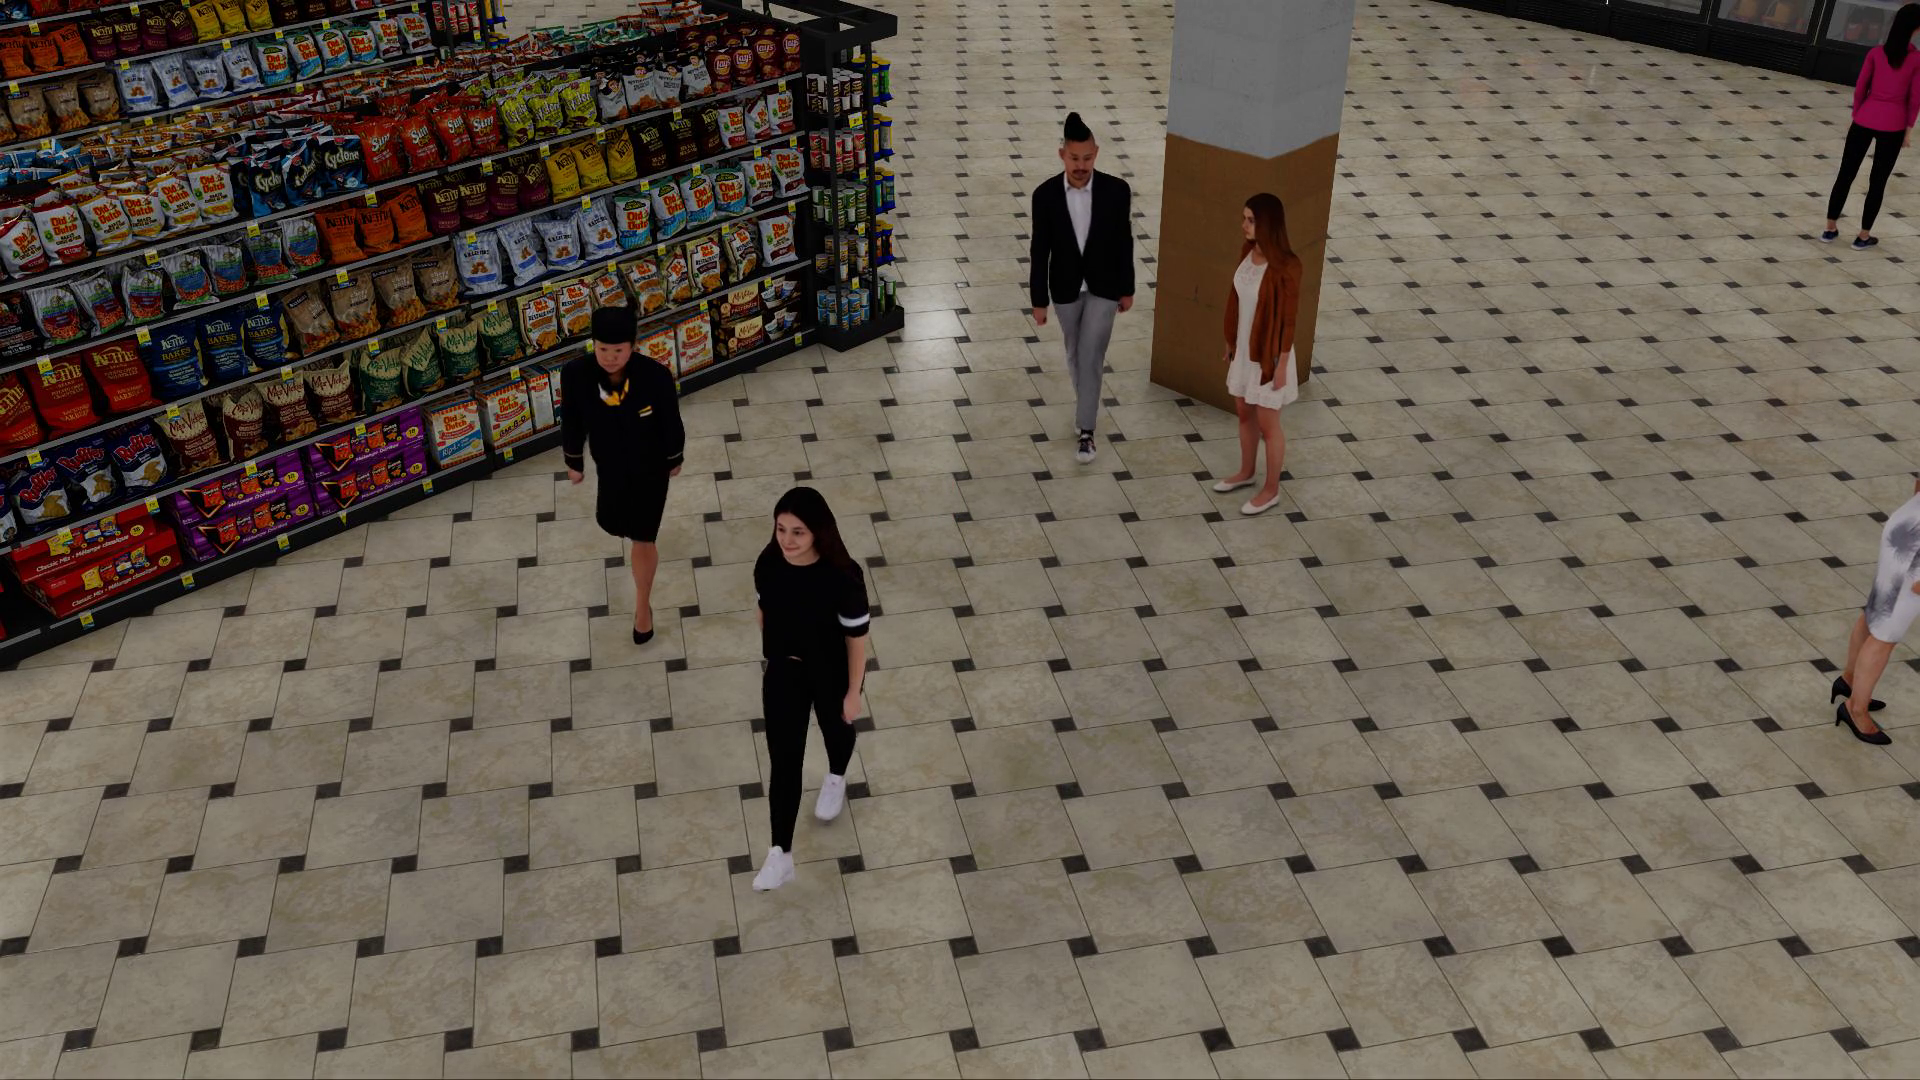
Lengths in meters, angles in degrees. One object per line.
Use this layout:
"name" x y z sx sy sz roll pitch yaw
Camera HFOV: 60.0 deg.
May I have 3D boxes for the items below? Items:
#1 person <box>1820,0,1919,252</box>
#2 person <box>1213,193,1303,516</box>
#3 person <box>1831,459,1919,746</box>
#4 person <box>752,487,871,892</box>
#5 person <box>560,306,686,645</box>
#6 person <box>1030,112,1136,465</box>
"person" 6.432 -2.891 11.659 0.579 1.699 0.547 27 41 36
"person" 1.568 -0.970 8.560 0.641 1.711 0.677 -17 36 -25
"person" 3.964 0.038 6.902 0.692 1.751 0.569 12 34 19
"person" -0.522 0.470 6.350 0.938 1.601 1.141 9 33 14
"person" -1.489 -0.366 7.658 1.059 1.638 1.131 2 32 4
"person" 0.687 -1.444 9.124 0.988 1.919 1.087 5 32 8
